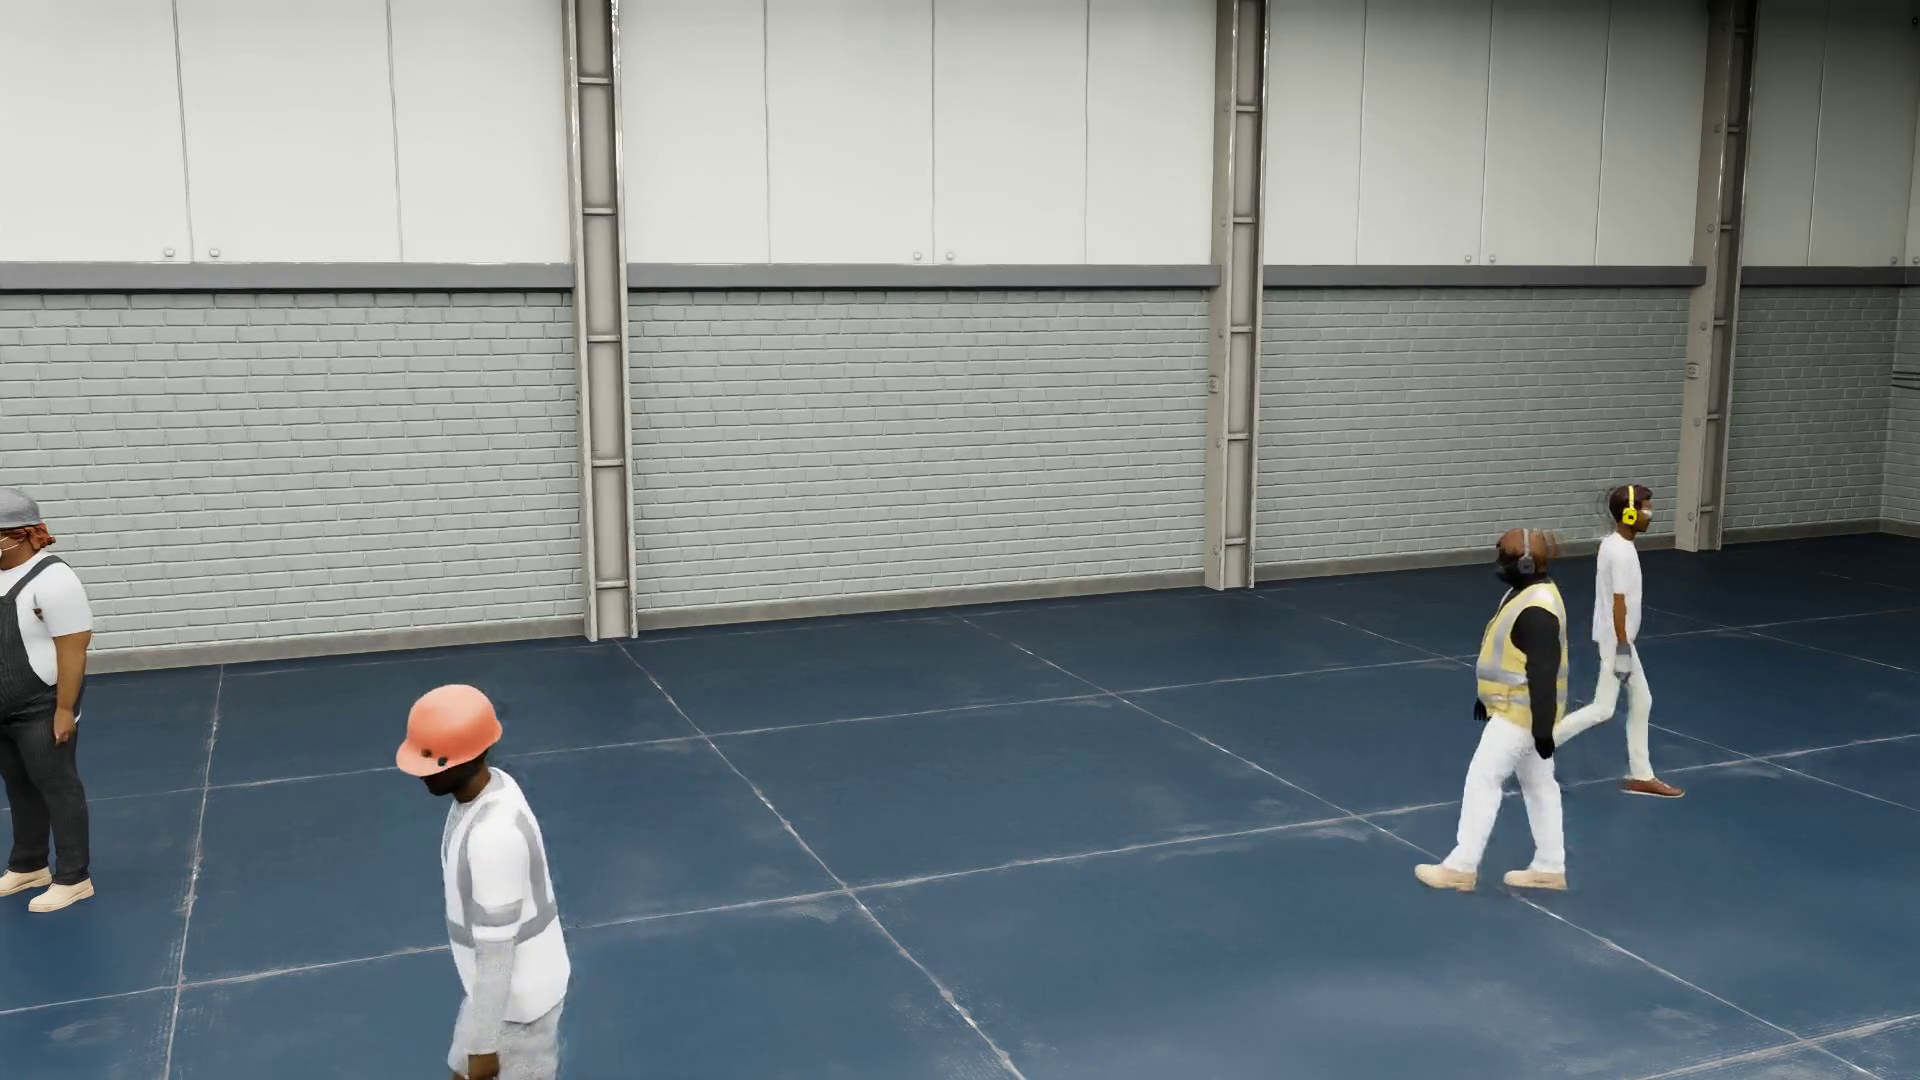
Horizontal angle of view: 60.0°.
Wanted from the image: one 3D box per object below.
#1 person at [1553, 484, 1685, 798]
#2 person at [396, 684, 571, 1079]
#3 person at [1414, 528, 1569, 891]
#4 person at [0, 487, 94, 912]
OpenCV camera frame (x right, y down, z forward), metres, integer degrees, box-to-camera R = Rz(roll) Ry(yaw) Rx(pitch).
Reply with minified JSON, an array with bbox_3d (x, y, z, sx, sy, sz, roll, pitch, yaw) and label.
[{"bbox_3d":[3.770,0.582,9.674,0.866,1.842,0.521,4,10,22],"label":"person"},{"bbox_3d":[-1.330,1.317,4.900,0.601,1.890,0.559,-4,10,-25],"label":"person"},{"bbox_3d":[2.637,0.837,8.190,0.837,1.811,0.633,3,10,19],"label":"person"},{"bbox_3d":[-4.505,0.757,7.965,0.688,2.000,0.539,5,10,30],"label":"person"}]
